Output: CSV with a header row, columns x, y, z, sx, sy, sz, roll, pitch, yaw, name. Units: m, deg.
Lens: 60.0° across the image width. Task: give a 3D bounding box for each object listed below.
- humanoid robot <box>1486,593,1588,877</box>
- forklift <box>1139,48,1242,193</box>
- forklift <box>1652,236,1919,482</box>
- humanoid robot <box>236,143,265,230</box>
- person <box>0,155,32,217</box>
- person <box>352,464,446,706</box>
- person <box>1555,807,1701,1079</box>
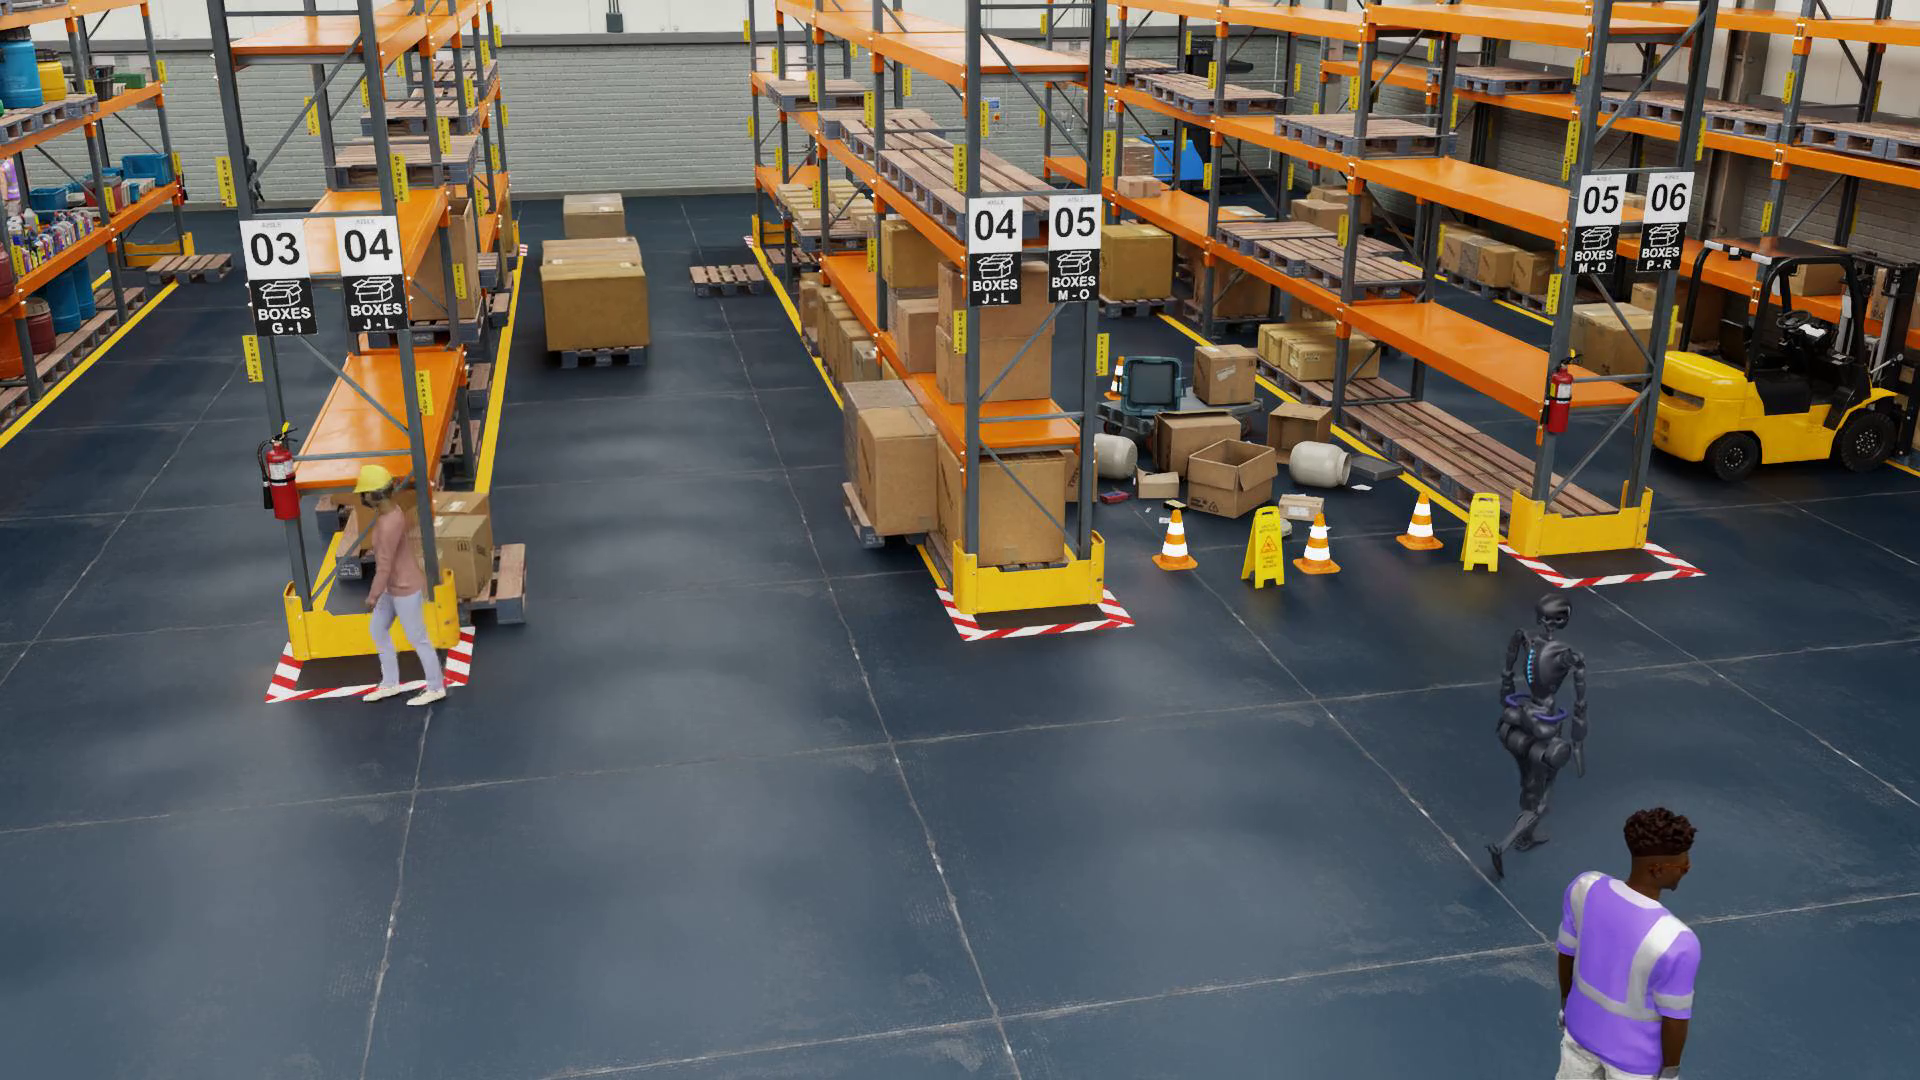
x,y,z,sx,sy,sz,roll,pitch,yaw,name
3.194,1.065,9.340,0.659,1.640,0.602,-12,24,-30,humanoid robot
4.566,-8.313,32.860,1.873,2.768,1.129,-4,21,-12,forklift
8.013,-1.814,16.330,2.313,2.155,1.214,-4,21,-12,forklift
-11.990,-5.816,27.841,0.459,1.636,0.609,7,22,18,humanoid robot
-15.358,-5.555,27.126,0.349,1.688,0.489,11,23,27,person
-3.862,0.336,11.186,0.675,1.734,0.517,-8,22,-21,person
2.594,1.941,6.545,0.372,1.963,0.606,-10,23,-25,person
